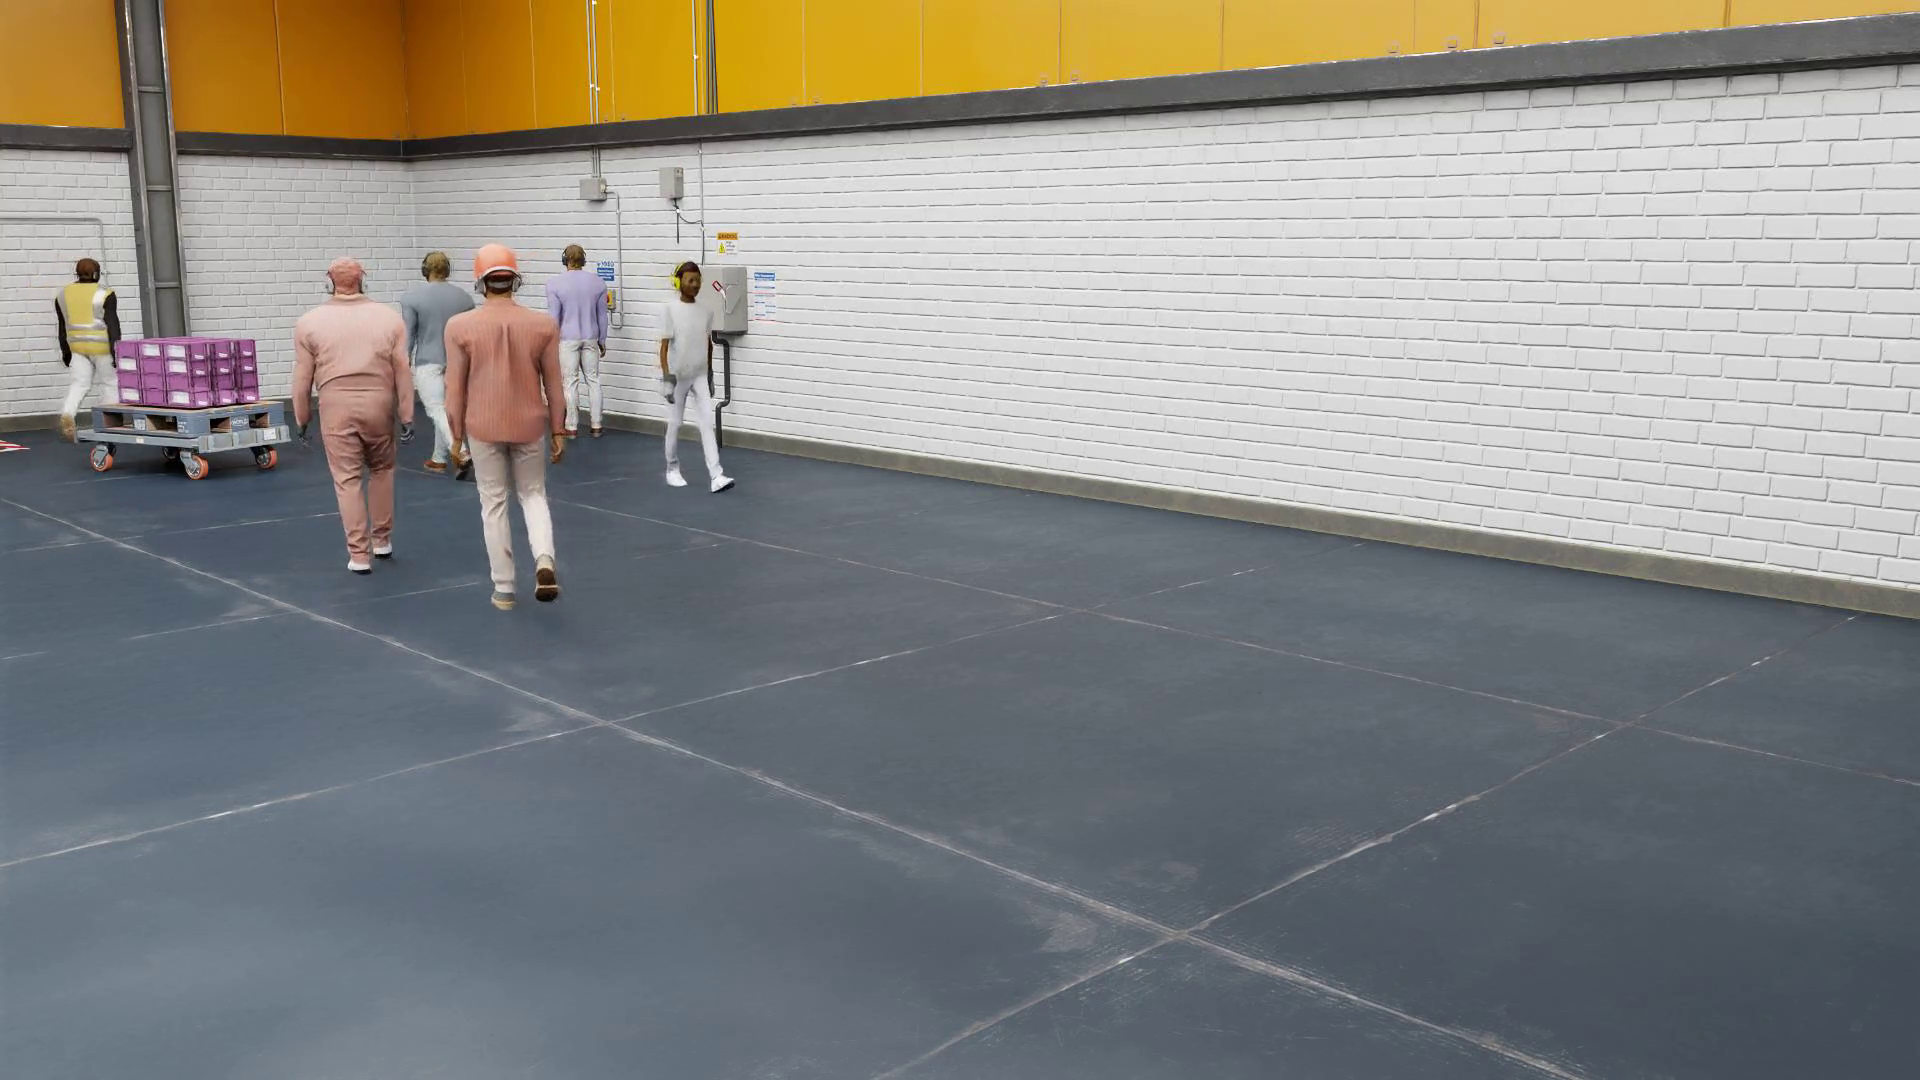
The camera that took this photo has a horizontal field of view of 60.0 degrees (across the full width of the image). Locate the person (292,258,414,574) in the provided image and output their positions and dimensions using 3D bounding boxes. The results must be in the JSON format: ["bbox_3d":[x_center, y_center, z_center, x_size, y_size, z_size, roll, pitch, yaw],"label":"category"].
[{"bbox_3d":[-3.699,-0.764,10.132,0.678,1.877,0.791,-5,12,-26],"label":"person"}]

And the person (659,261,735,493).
[{"bbox_3d":[-2.130,-1.282,13.150,0.552,1.813,1.000,-7,13,-35],"label":"person"}]

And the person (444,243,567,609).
[{"bbox_3d":[-2.423,-0.590,8.920,0.620,1.982,0.559,-5,11,-25],"label":"person"}]

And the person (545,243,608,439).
[{"bbox_3d":[-3.817,-1.977,16.603,0.630,1.940,0.372,-7,12,-33],"label":"person"}]

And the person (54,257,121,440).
[{"bbox_3d":[-8.610,-1.876,16.425,0.627,1.812,0.808,0,10,3],"label":"person"}]

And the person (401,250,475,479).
[{"bbox_3d":[-4.320,-1.464,13.916,0.935,1.910,0.632,10,14,43],"label":"person"}]
